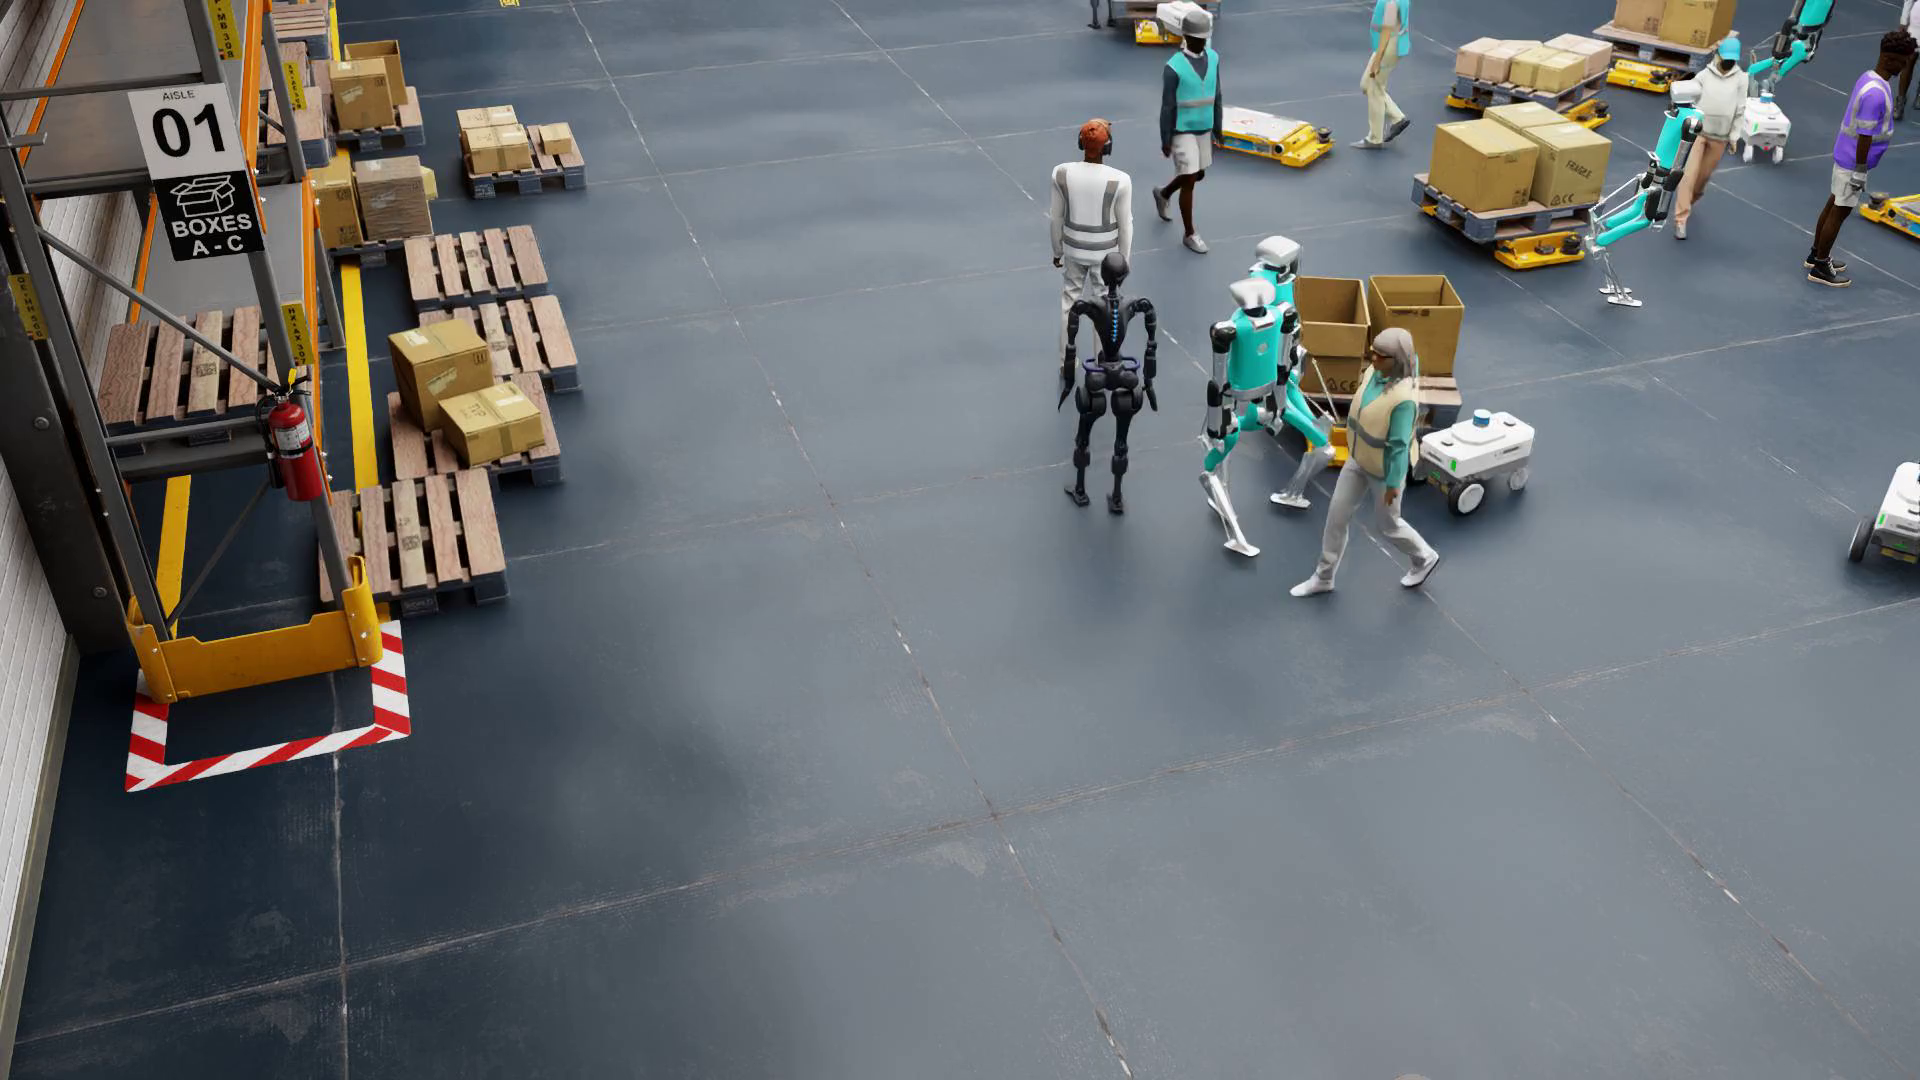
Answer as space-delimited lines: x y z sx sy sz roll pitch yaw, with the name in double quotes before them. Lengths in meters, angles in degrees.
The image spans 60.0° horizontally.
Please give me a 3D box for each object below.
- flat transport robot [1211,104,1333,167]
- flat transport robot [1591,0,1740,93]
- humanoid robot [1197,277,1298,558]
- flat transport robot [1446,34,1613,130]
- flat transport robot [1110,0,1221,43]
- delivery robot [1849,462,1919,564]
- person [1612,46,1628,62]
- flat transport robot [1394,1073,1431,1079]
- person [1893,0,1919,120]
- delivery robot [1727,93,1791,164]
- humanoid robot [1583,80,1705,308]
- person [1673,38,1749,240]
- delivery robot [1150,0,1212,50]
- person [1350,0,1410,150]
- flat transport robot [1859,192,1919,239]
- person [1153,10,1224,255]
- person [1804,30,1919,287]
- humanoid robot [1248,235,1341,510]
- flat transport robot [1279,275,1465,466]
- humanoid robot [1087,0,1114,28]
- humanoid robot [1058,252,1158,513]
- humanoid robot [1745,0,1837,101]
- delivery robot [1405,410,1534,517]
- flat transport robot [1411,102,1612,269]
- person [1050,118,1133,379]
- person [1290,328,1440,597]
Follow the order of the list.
"flat transport robot" 2.744 -3.851 15.764 1.431 0.231 0.659 21 39 29
"flat transport robot" 7.393 -5.049 17.603 0.659 0.231 1.431 24 40 32
"humanoid robot" 1.561 -0.781 9.725 0.574 1.771 0.893 -14 36 -21
"flat transport robot" 5.627 -4.316 16.478 1.431 0.231 0.659 28 42 36
"flat transport robot" 2.315 -5.970 19.015 0.659 0.231 1.431 2 33 2
"delivery robot" 5.616 -0.126 9.807 0.499 0.613 0.796 20 38 28
"person" 7.264 -6.016 17.619 0.358 1.871 0.465 12 35 18
"flat transport robot" 1.751 2.577 5.906 0.659 0.231 1.431 12 35 17
"person" 9.382 -5.029 16.053 0.559 1.928 0.456 21 39 29
"delivery robot" 7.460 -3.874 15.546 0.499 0.603 0.803 3 33 5
"humanoid robot" 4.974 -2.565 12.326 0.735 1.677 0.533 3 33 5
"person" 6.191 -3.381 13.765 0.476 1.622 0.743 8 34 12
"delivery robot" 2.462 -5.721 18.388 0.499 0.612 0.813 -15 36 -21
"person" 3.934 -4.488 15.322 0.462 1.820 0.599 8 34 12
"flat transport robot" 8.287 -2.573 13.804 0.659 0.231 1.431 -11 35 -16
"person" 1.843 -3.352 13.490 0.555 1.915 0.814 -21 39 -29
"person" 6.932 -2.945 12.830 0.368 1.959 0.601 12 35 17
"humanoid robot" 2.054 -0.898 9.905 0.803 1.784 0.553 21 38 28
"flat transport robot" 2.654 -0.909 11.252 0.659 0.231 1.431 4 33 6
"humanoid robot" 1.638 -6.608 18.710 0.603 1.659 0.333 -5 33 -7
"humanoid robot" 0.896 -0.945 10.013 0.609 1.644 0.329 -3 33 -4
"humanoid robot" 7.745 -4.633 15.696 0.541 1.857 0.788 -15 36 -21
"delivery robot" 3.202 -0.519 10.407 0.805 0.609 0.499 -17 37 -24
"flat transport robot" 4.526 -2.646 13.916 0.659 0.231 1.431 -10 35 -16
"person" 0.896 -1.959 11.387 0.573 1.882 0.356 12 35 17
"person" 2.352 -0.409 9.198 0.823 1.682 0.485 -10 35 -15
